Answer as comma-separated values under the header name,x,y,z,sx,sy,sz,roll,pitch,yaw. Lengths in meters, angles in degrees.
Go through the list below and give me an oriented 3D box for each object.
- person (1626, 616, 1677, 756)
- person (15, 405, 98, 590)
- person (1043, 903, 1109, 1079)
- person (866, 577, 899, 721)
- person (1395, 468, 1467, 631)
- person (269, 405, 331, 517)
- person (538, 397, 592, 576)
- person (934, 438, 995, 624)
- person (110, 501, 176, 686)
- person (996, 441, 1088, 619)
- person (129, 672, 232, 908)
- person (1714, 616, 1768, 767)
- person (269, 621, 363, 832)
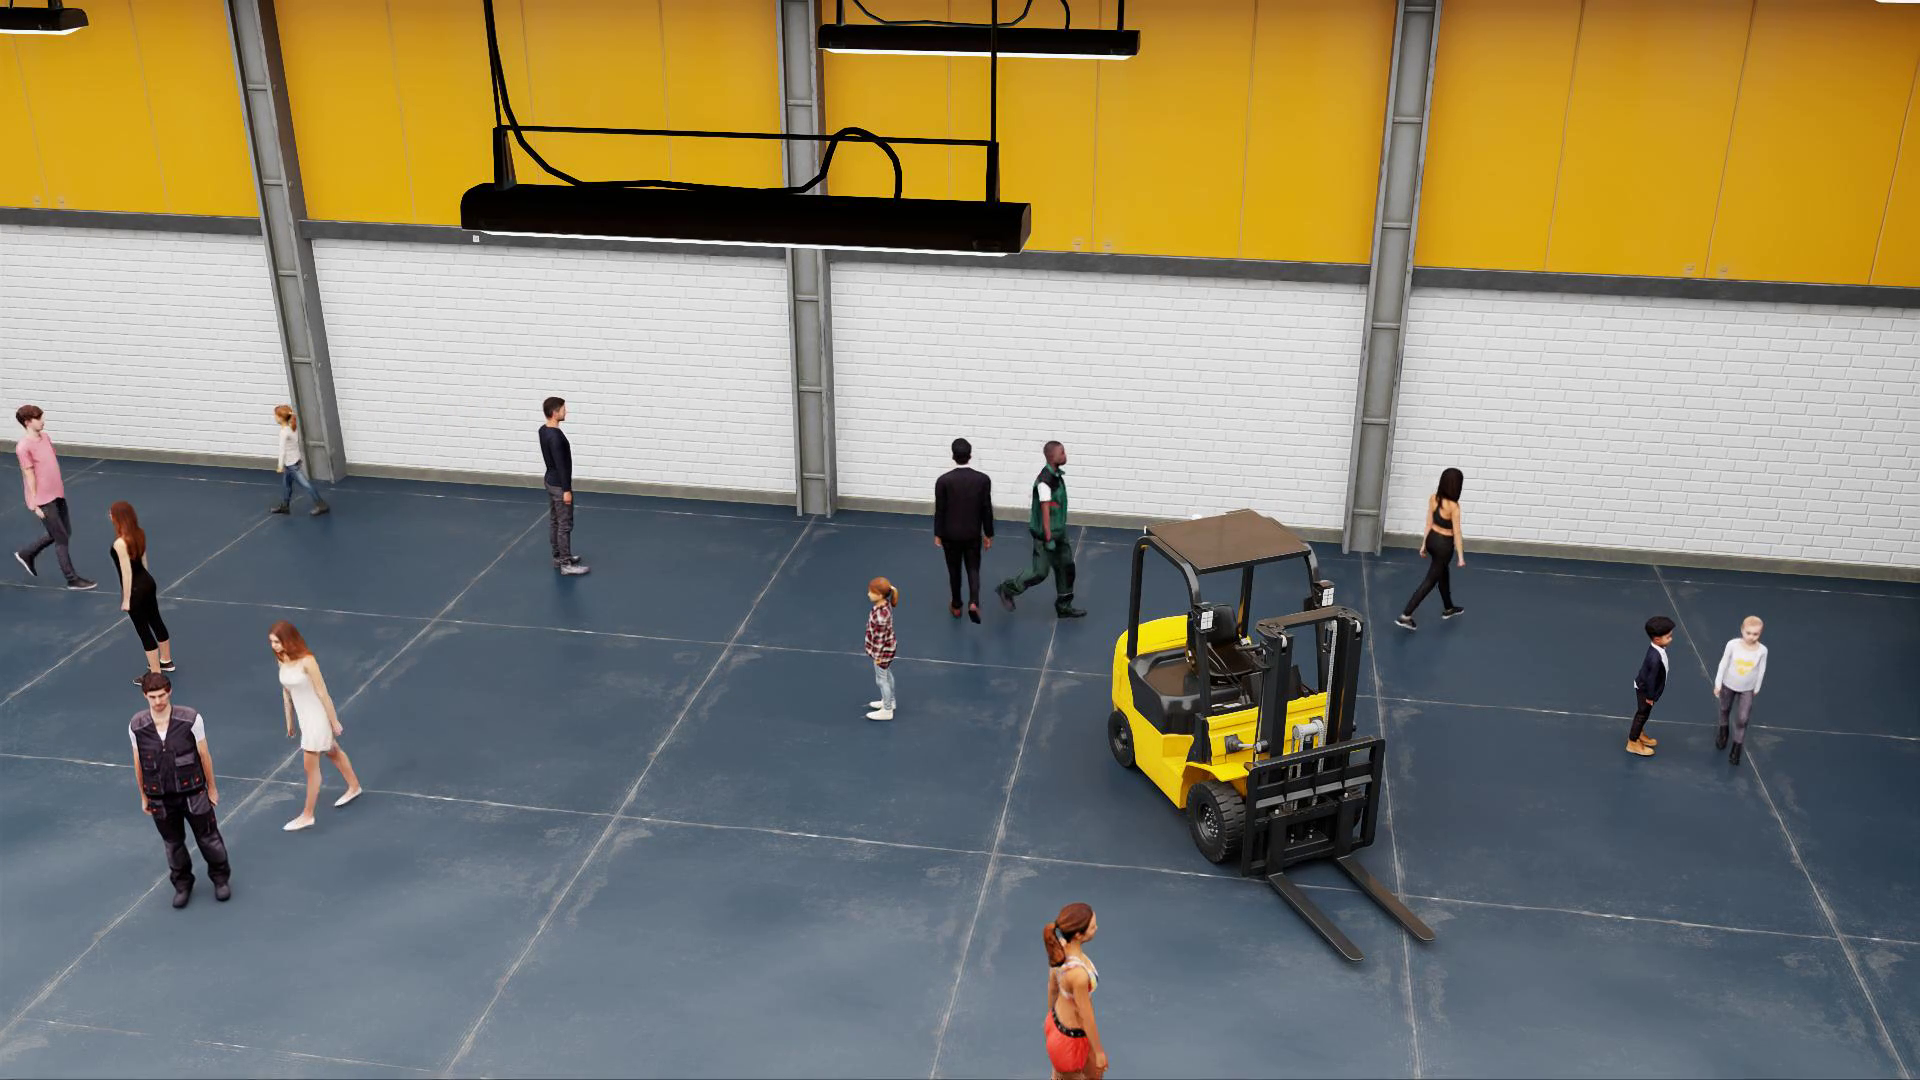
name,x,y,z,sx,sy,sz,roll,pitch,yaw
person,5.714,1.188,13.786,0.549,1.223,0.547,11,26,23
person,-9.162,-0.400,16.525,1.069,1.938,0.723,1,24,2
person,0.535,2.817,9.368,0.813,1.777,0.713,-3,24,-7
person,-0.654,0.917,14.303,0.497,1.304,0.531,3,24,6
person,4.484,0.116,15.761,1.151,1.606,0.994,-11,26,-24
person,-7.304,-0.846,18.358,0.936,1.288,0.598,0,24,0
person,-4.100,-0.561,16.977,0.753,1.870,0.716,-12,27,-26
person,0.030,-0.045,15.802,1.033,1.866,0.978,-3,24,-8
person,-7.321,0.451,14.843,0.557,1.726,0.597,0,24,0
person,0.765,-0.071,15.931,1.166,1.812,0.808,8,25,17
person,-5.509,1.751,11.723,0.682,1.843,0.803,-6,24,-14
person,6.436,1.184,13.758,0.849,1.252,0.718,12,26,25
person,-4.928,1.340,12.882,1.016,1.668,0.935,13,27,28
